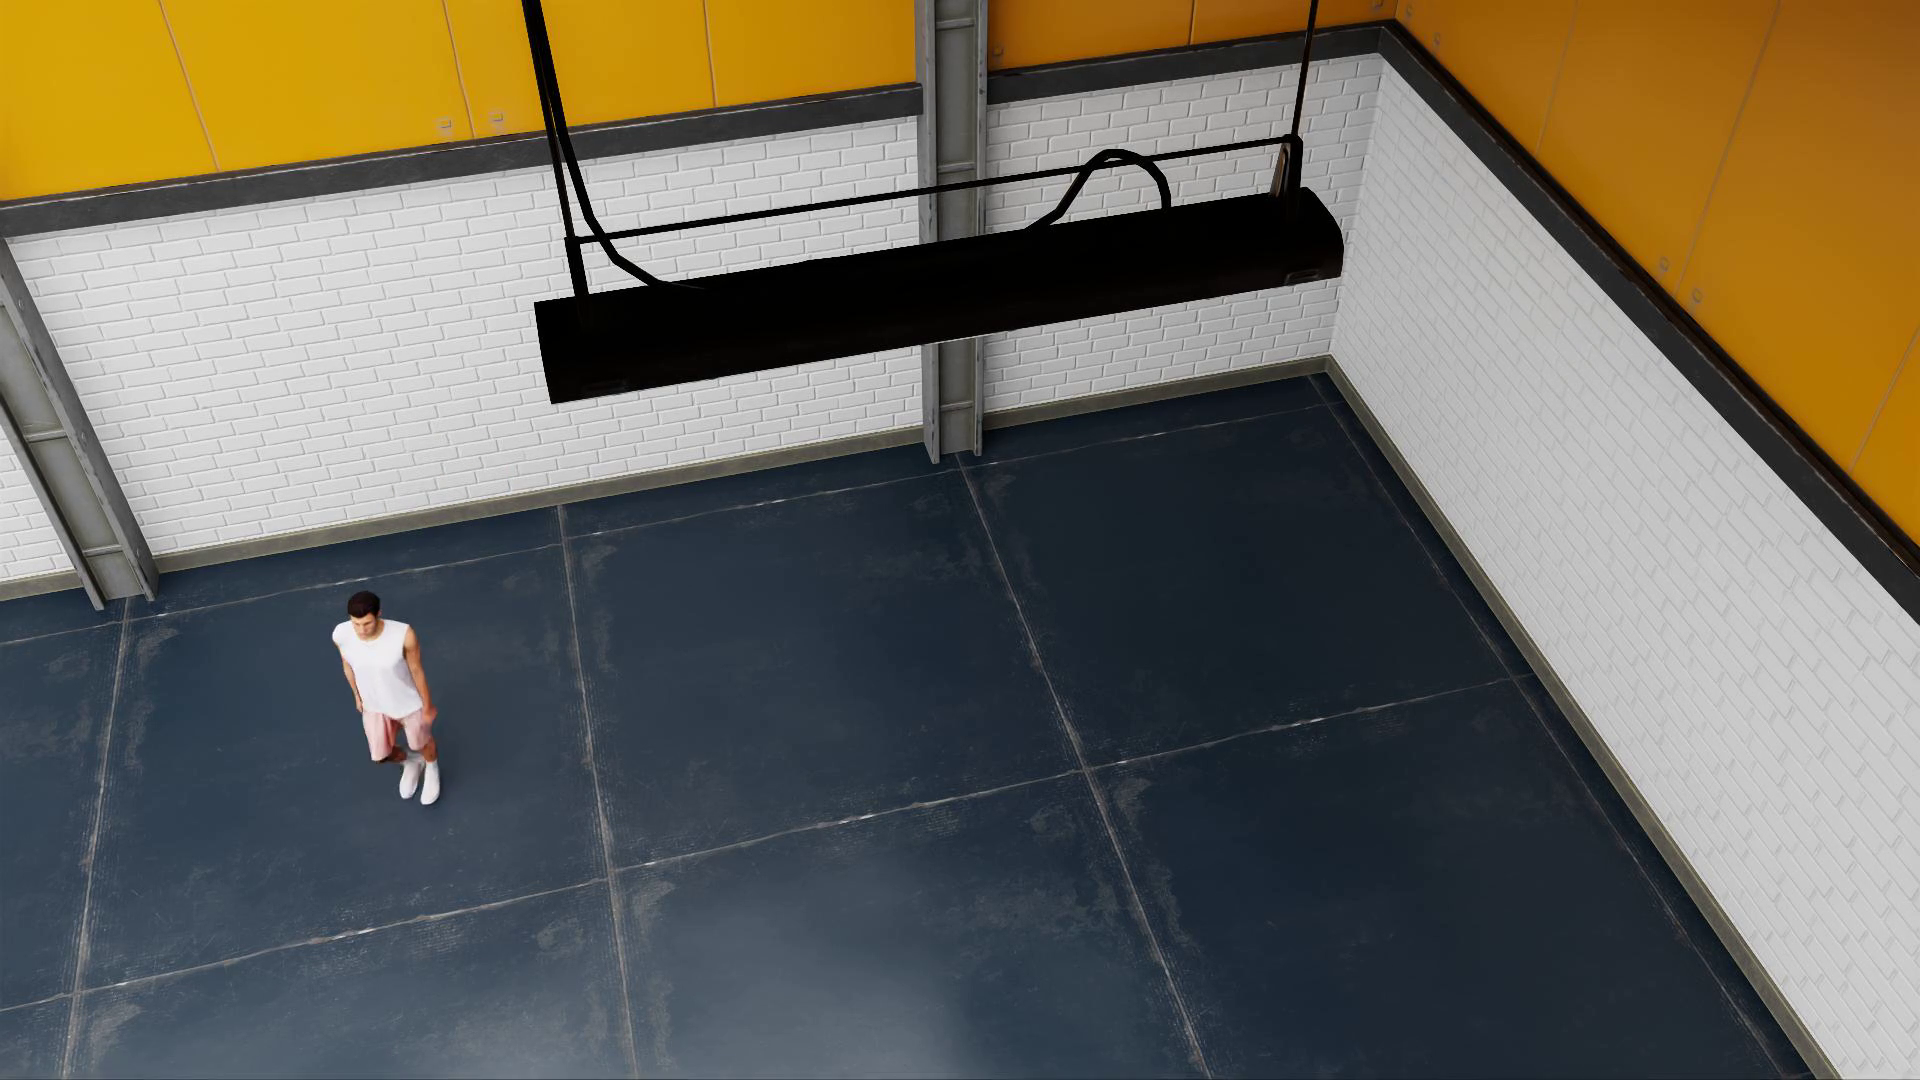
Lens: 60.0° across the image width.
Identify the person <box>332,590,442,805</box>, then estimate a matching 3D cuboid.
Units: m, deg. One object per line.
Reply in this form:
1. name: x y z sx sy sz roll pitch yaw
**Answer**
1. person: -3.330 0.870 9.863 0.691 1.773 0.804 1 44 2
